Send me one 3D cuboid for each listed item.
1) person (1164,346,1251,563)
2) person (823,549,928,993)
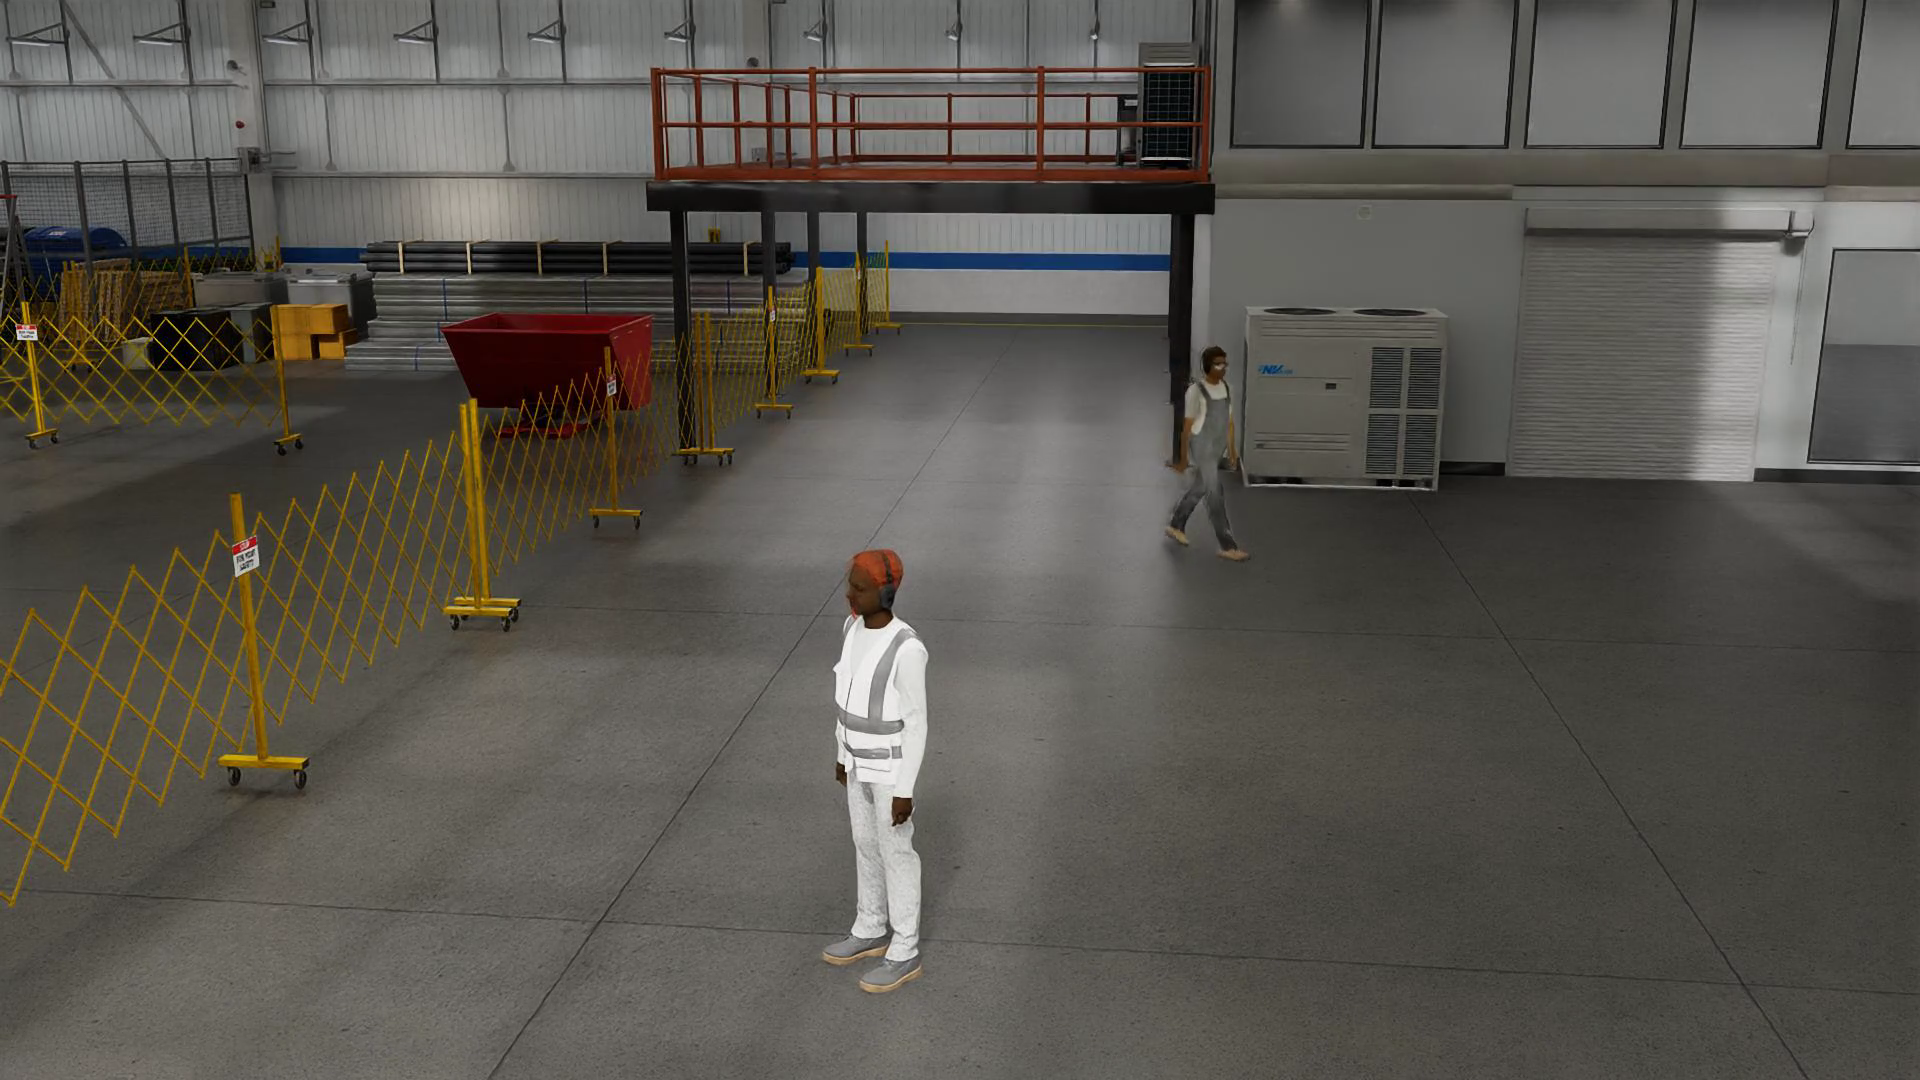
[{"bbox_3d":[2.100,-0.760,14.164,0.517,1.801,0.989,-12,18,-40],"label":"person"},{"bbox_3d":[-0.351,0.952,6.973,0.355,1.885,0.574,-9,16,-33],"label":"person"}]
